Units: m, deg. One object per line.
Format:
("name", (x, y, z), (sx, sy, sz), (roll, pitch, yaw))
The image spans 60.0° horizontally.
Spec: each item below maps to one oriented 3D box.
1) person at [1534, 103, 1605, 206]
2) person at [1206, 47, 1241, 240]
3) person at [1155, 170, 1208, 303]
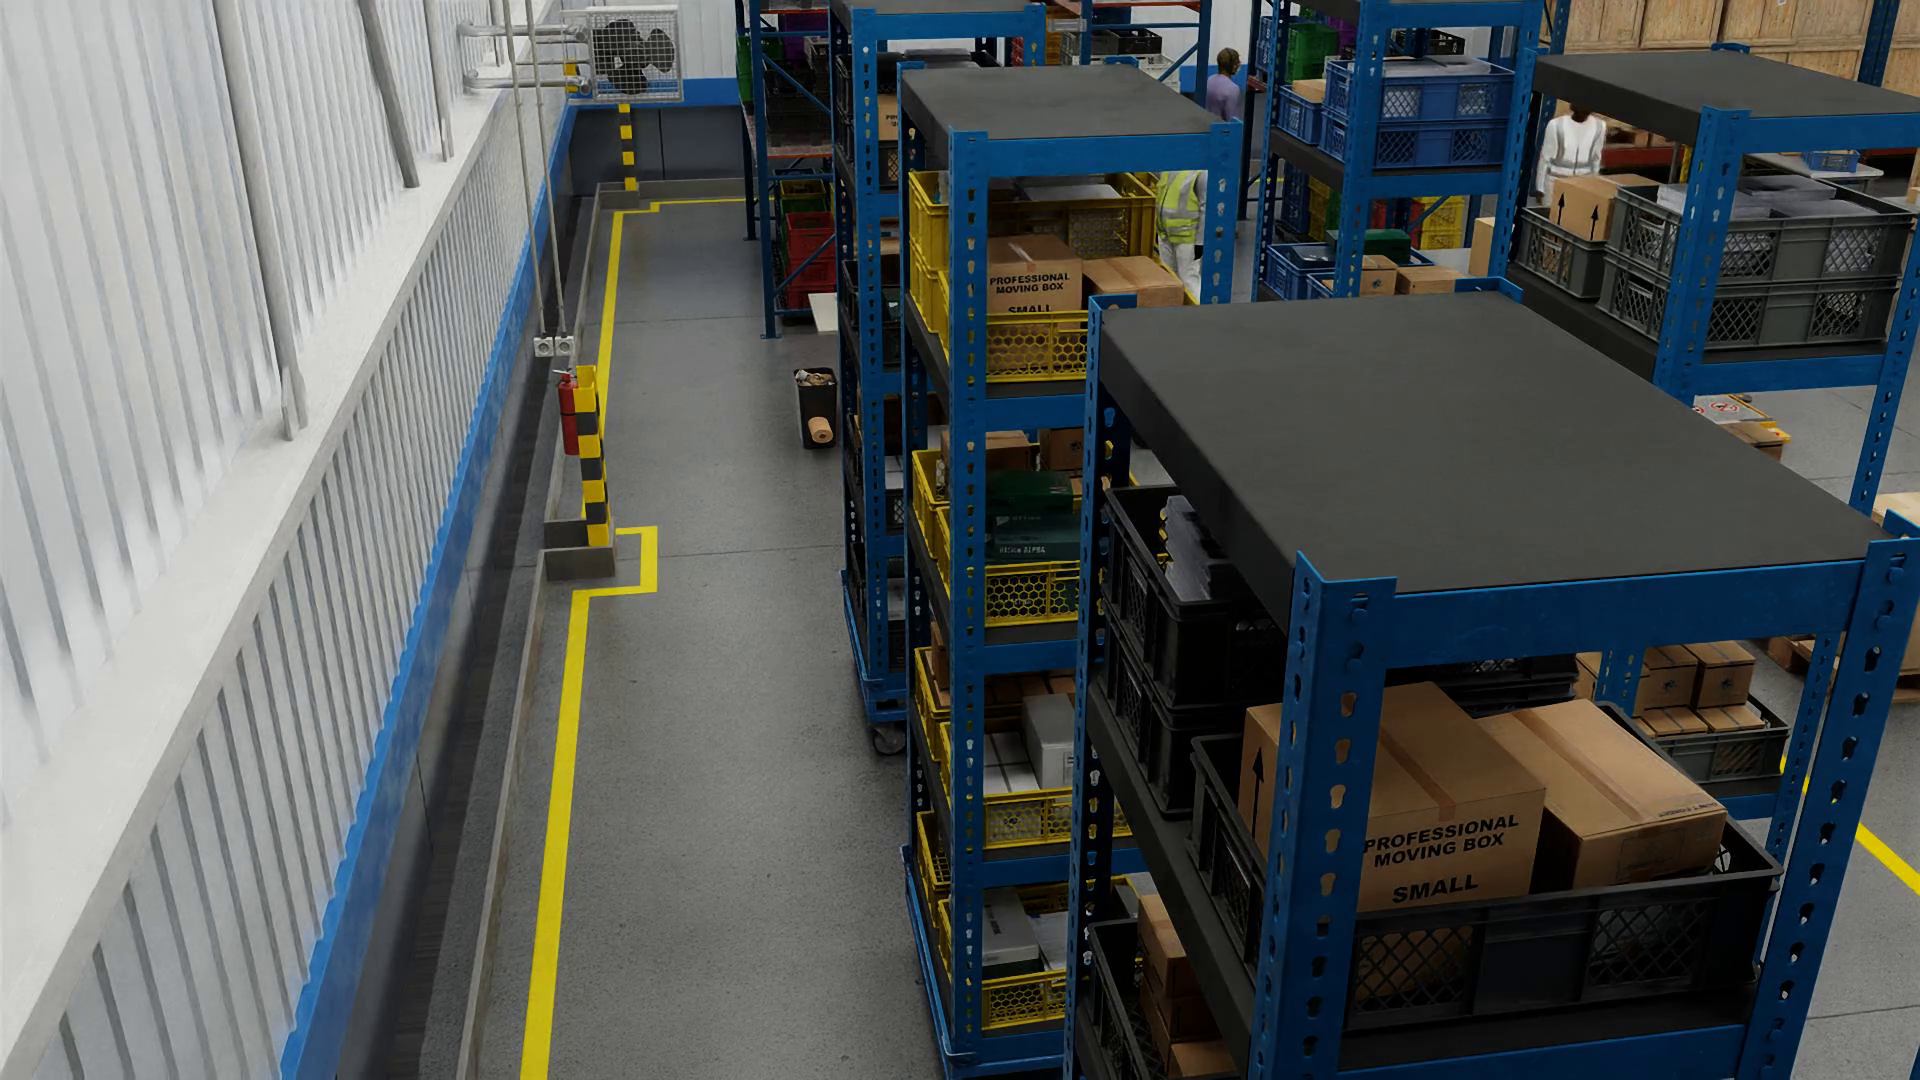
("person", (5.695, -3.338, 15.631), (0.604, 1.867, 0.419), (0, 25, 0))
("person", (2.683, -4.084, 17.163), (0.376, 1.940, 0.627), (-9, 26, -18))
("person", (1.840, -2.561, 13.967), (0.429, 1.841, 0.634), (-14, 28, -28))
